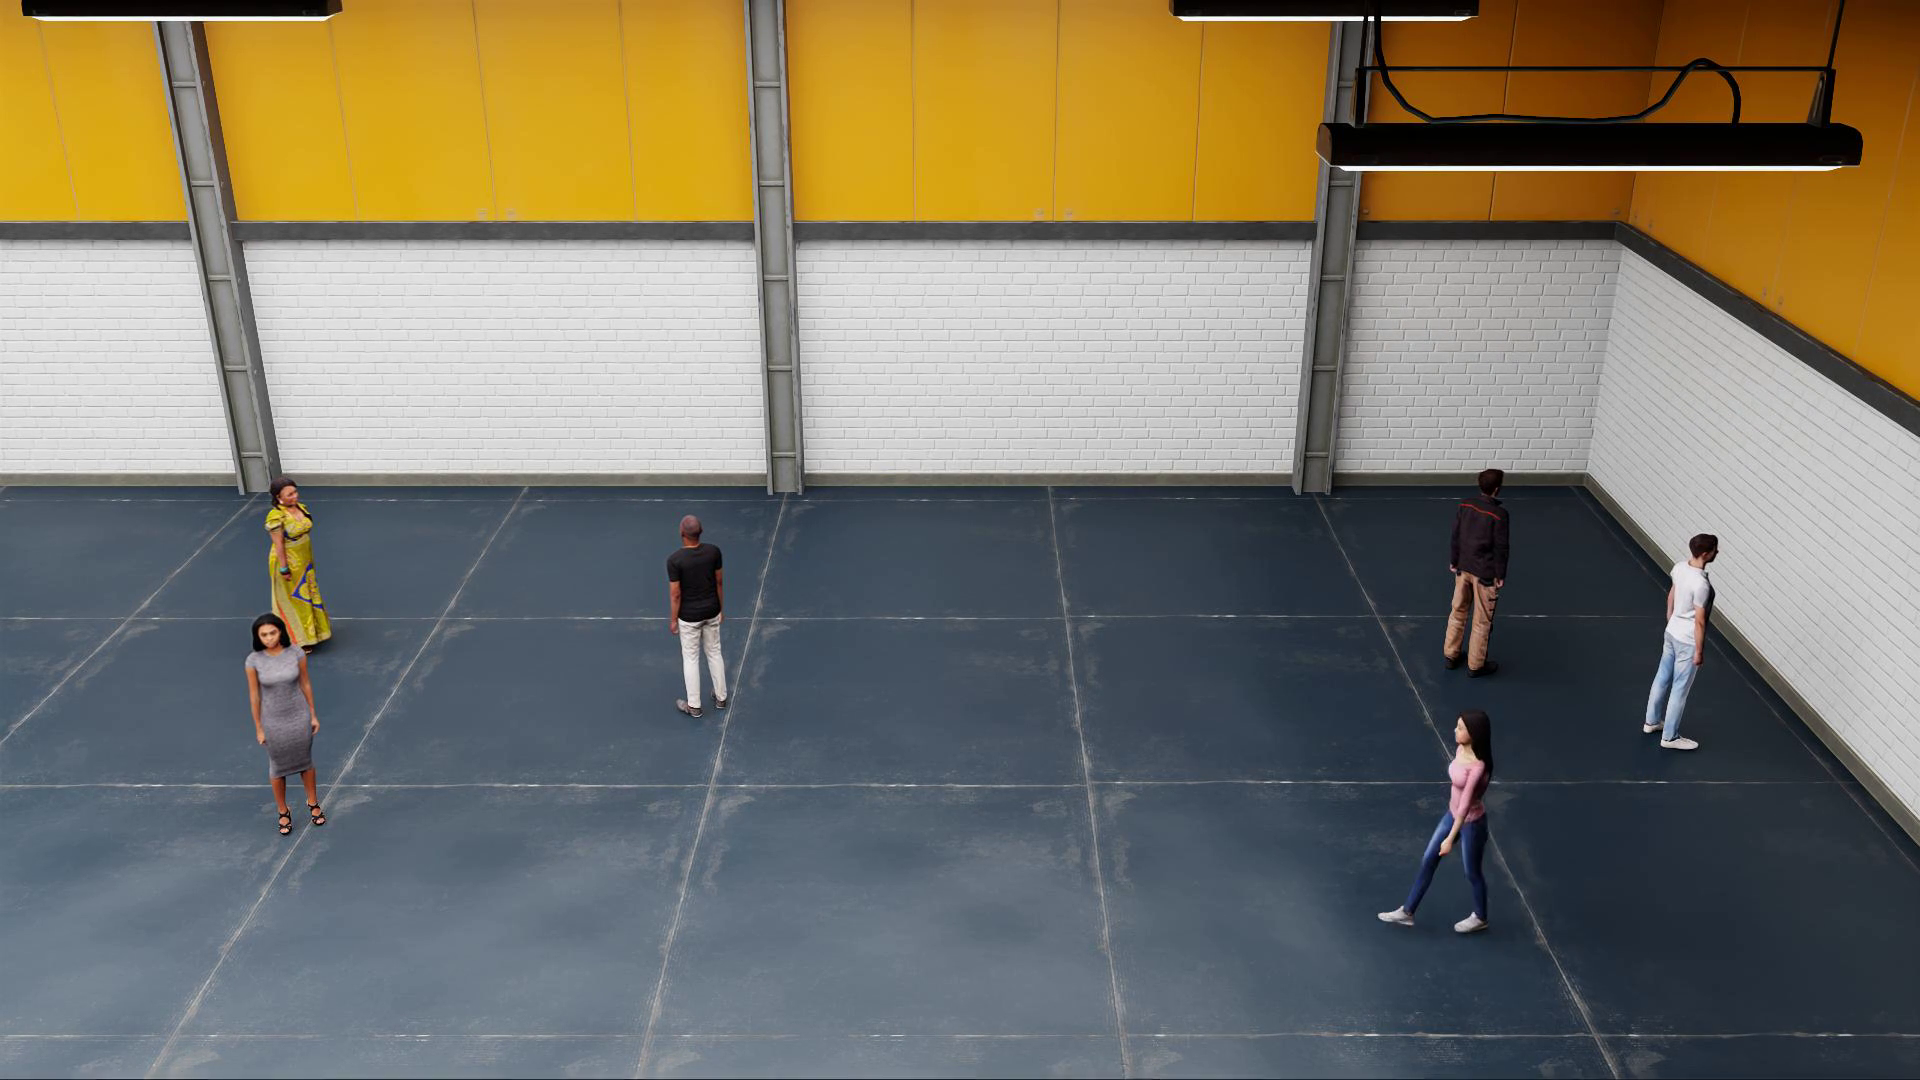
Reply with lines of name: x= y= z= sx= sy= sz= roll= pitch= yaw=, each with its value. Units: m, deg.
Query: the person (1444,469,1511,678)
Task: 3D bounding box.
person: x=4.563 y=0.273 z=14.666 sx=0.826 sy=1.924 sz=0.786 roll=-19 pitch=30 yaw=-37

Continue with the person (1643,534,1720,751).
person: x=5.893 y=0.802 z=13.547 sx=0.563 sy=1.851 sz=0.668 roll=-2 pitch=24 yaw=-5

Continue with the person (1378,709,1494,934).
person: x=3.468 y=1.920 z=11.159 sx=1.009 sy=1.715 sz=0.655 roll=-3 pitch=24 yaw=-6

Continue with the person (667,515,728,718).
person: x=-2.201 y=0.630 z=13.996 sx=0.730 sy=1.805 sz=0.819 roll=-16 pitch=28 yaw=-32

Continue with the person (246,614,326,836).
person: x=-5.010 y=1.357 z=12.365 sx=0.630 sy=1.781 sz=0.737 roll=-13 pitch=27 yaw=-27

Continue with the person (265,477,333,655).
person: x=-6.071 y=0.202 z=15.158 sx=0.823 sy=1.660 sz=0.894 roll=3 pitch=24 yaw=8
